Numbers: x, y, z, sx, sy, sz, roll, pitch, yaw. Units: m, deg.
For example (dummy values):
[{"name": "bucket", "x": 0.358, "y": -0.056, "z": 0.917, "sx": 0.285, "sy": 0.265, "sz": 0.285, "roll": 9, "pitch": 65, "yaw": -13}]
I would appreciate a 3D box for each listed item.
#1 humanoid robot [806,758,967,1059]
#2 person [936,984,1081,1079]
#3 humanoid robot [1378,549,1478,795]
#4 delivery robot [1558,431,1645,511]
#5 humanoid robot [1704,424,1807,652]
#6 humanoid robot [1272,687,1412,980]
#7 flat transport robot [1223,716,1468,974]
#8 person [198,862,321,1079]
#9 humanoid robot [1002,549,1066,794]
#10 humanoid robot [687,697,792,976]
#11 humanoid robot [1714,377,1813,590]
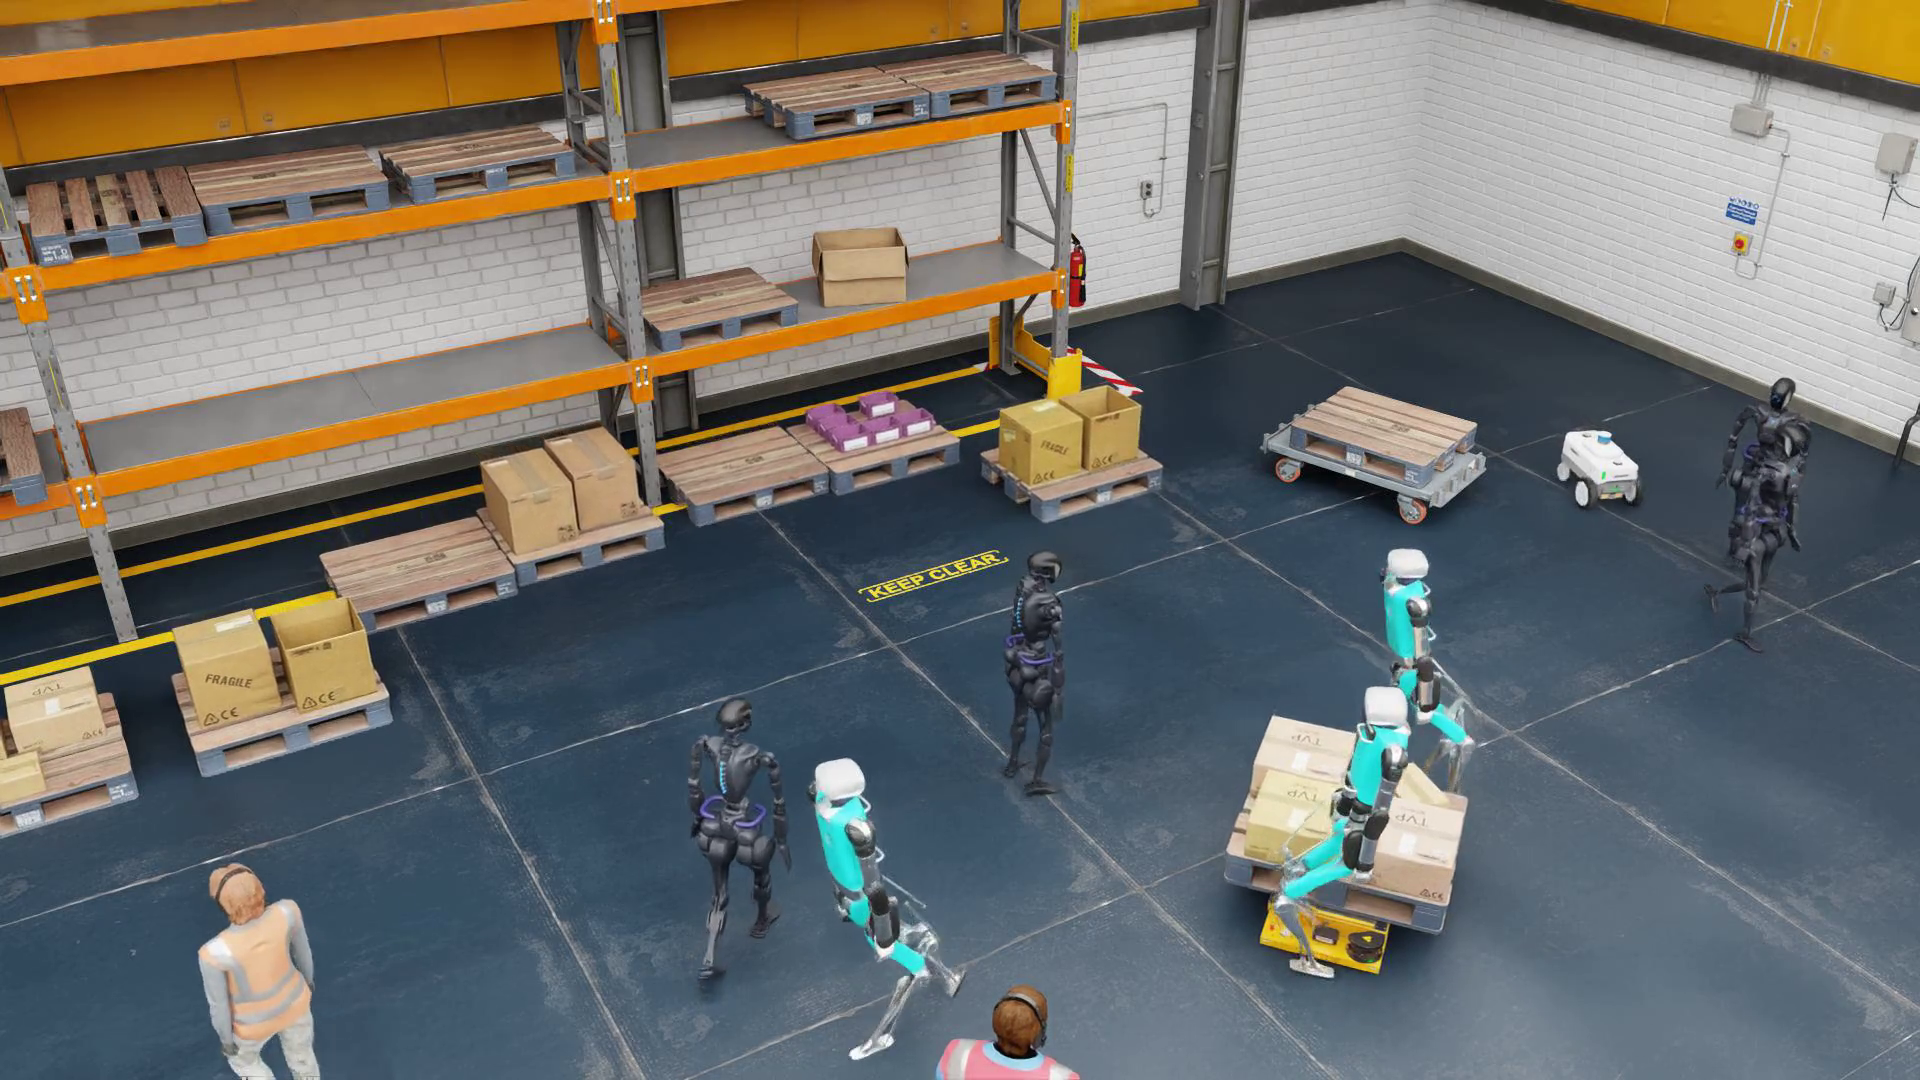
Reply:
[{"name": "humanoid robot", "x": -0.272, "y": 1.780, "z": 8.386, "sx": 0.934, "sy": 1.804, "sz": 0.578, "roll": -19, "pitch": 34, "yaw": -30}, {"name": "person", "x": 0.216, "y": 2.563, "z": 6.856, "sx": 0.628, "sy": 1.837, "sz": 0.431, "roll": 10, "pitch": 31, "yaw": 17}, {"name": "humanoid robot", "x": 2.872, "y": 0.860, "z": 9.972, "sx": 0.821, "sy": 1.783, "sz": 0.589, "roll": -5, "pitch": 30, "yaw": -8}, {"name": "delivery robot", "x": 5.286, "y": -0.617, "z": 13.751, "sx": 0.499, "sy": 0.571, "sz": 0.756, "roll": -4, "pitch": 30, "yaw": -8}, {"name": "humanoid robot", "x": 5.622, "y": -0.064, "z": 11.697, "sx": 0.590, "sy": 1.653, "sz": 0.687, "roll": -16, "pitch": 33, "yaw": -26}, {"name": "humanoid robot", "x": 1.903, "y": 1.553, "z": 8.733, "sx": 0.738, "sy": 1.784, "sz": 0.531, "roll": 0, "pitch": 29, "yaw": -1}, {"name": "flat transport robot", "x": 2.216, "y": 1.900, "z": 9.611, "sx": 0.659, "sy": 0.231, "sz": 1.431, "roll": 11, "pitch": 31, "yaw": 19}, {"name": "person", "x": -3.220, "y": 2.179, "z": 7.735, "sx": 0.383, "sy": 1.623, "sz": 0.536, "roll": 21, "pitch": 36, "yaw": 33}, {"name": "humanoid robot", "x": 0.451, "y": 0.789, "z": 10.150, "sx": 0.315, "sy": 1.653, "sz": 0.616, "roll": -14, "pitch": 32, "yaw": -23}, {"name": "humanoid robot", "x": -1.208, "y": 1.575, "z": 8.810, "sx": 0.609, "sy": 1.650, "sz": 0.724, "roll": 10, "pitch": 31, "yaw": 17}, {"name": "humanoid robot", "x": 5.963, "y": -0.469, "z": 12.380, "sx": 0.608, "sy": 1.634, "sz": 0.501, "roll": 20, "pitch": 35, "yaw": 31}]
